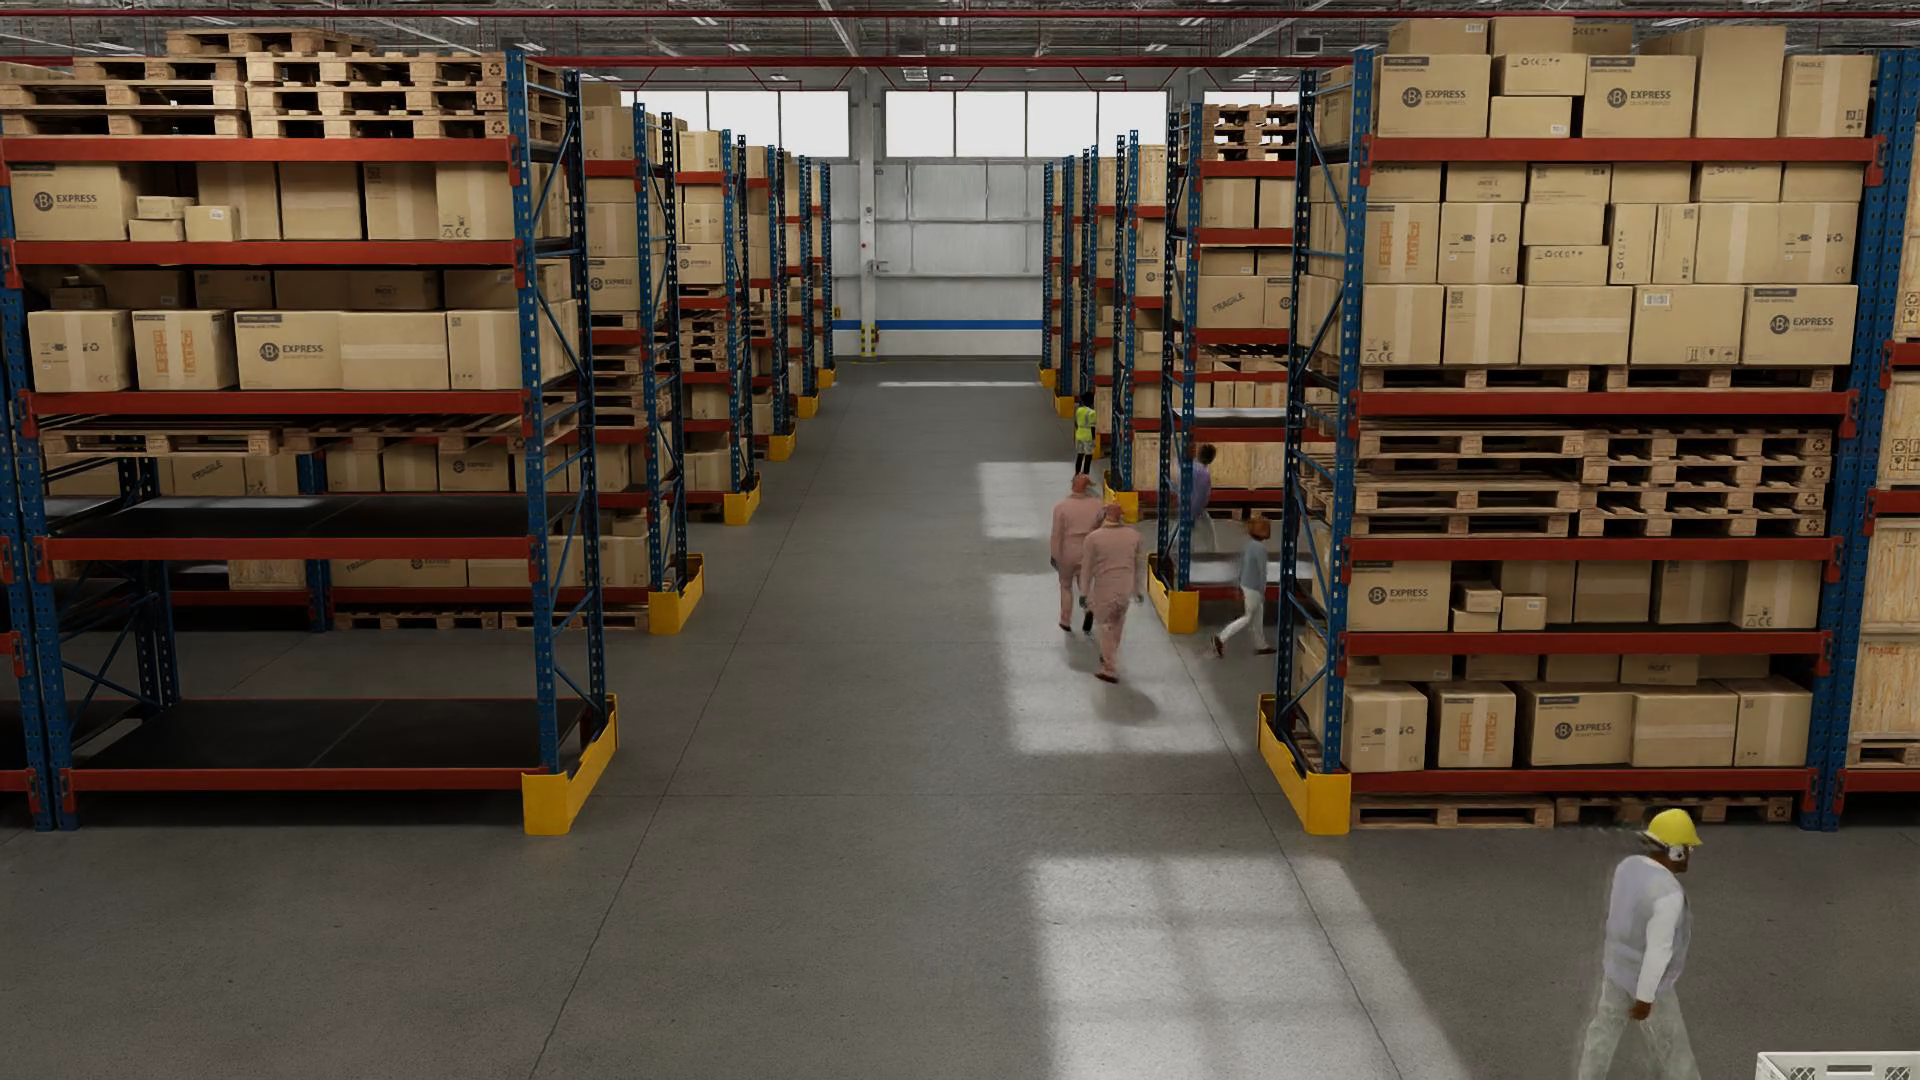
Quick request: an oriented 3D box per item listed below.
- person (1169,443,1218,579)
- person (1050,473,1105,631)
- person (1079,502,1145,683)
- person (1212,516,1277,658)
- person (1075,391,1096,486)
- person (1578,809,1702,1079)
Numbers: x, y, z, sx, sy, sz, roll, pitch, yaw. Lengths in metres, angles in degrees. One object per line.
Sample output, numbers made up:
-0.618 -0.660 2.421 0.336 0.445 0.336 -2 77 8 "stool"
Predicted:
3.155 -0.369 22.090 1.118 1.873 0.647 -1 11 -3 "person"
1.386 0.161 19.392 0.652 1.881 0.561 -2 12 -12 "person"
1.592 0.521 17.684 0.725 1.848 0.916 -3 12 -15 "person"
3.161 0.521 18.306 0.756 1.601 0.516 -2 12 -11 "person"
2.246 -1.805 29.616 0.320 1.690 0.537 -7 13 -31 "person"
3.773 2.314 8.961 0.952 1.778 0.619 -1 11 -6 "person"
